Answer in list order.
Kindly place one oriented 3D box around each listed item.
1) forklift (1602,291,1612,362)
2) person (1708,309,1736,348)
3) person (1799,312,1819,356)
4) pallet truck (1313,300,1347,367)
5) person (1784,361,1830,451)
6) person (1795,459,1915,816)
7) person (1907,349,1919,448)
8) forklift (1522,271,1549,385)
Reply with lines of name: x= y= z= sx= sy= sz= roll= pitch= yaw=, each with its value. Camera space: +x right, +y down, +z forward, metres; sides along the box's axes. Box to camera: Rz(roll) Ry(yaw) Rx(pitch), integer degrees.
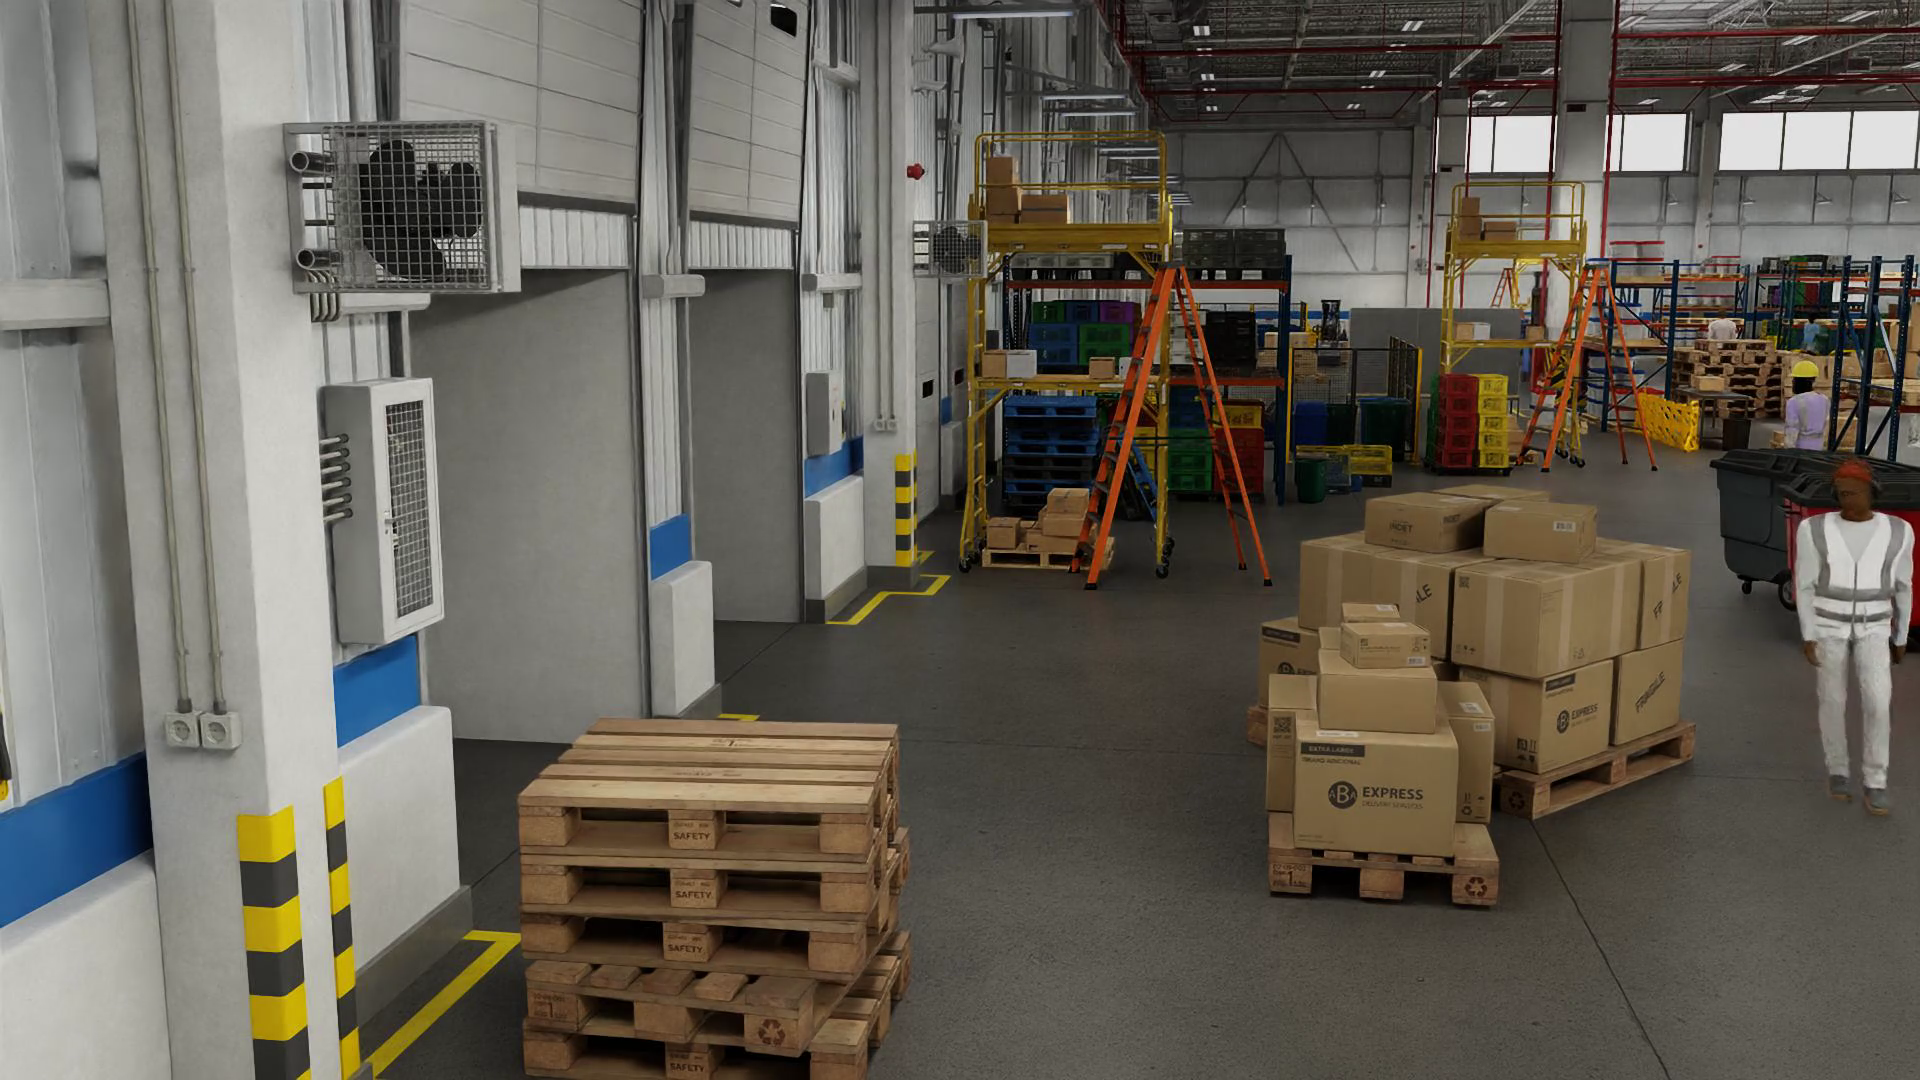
forklift: x=17.242 y=-6.004 z=45.794 sx=1.129 sy=2.768 sz=1.873 roll=7 pitch=11 yaw=35
person: x=18.291 y=-4.593 z=40.008 sx=0.627 sy=1.935 sz=0.371 roll=1 pitch=9 yaw=7
person: x=23.989 y=-5.595 z=46.960 sx=0.358 sy=1.682 sz=0.544 roll=-2 pitch=9 yaw=-14
pallet truck: x=11.159 y=-6.200 z=49.718 sx=0.823 sy=1.965 sz=1.885 roll=4 pitch=10 yaw=26
person: x=8.635 y=-0.876 z=17.101 sx=0.595 sy=1.925 sz=0.373 roll=-5 pitch=11 yaw=-29
person: x=4.691 y=0.508 z=8.756 sx=0.579 sy=1.858 sz=0.722 roll=4 pitch=10 yaw=23
person: x=15.506 y=-2.344 z=26.754 sx=0.323 sy=1.736 sz=0.488 roll=4 pitch=10 yaw=25
forklift: x=14.634 y=-5.248 z=41.133 sx=1.129 sy=2.768 sz=1.873 roll=2 pitch=9 yaw=11
